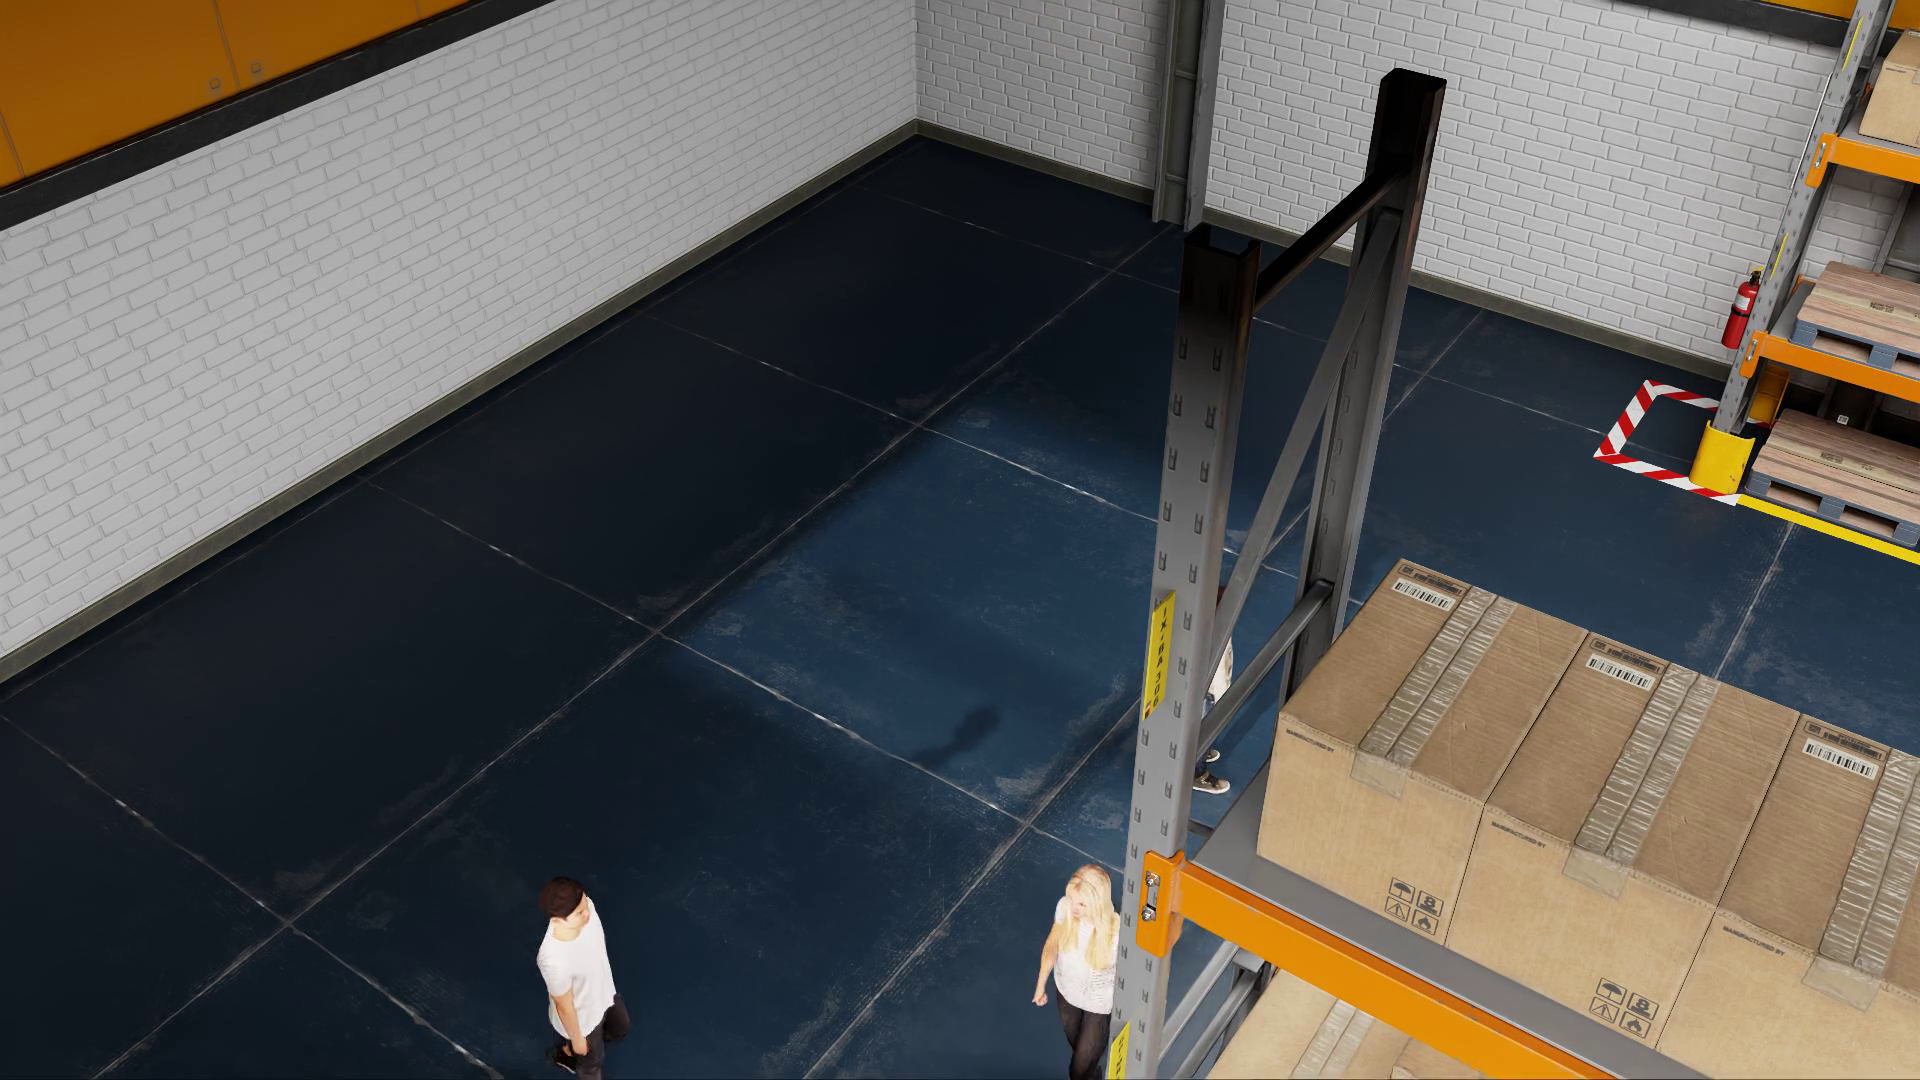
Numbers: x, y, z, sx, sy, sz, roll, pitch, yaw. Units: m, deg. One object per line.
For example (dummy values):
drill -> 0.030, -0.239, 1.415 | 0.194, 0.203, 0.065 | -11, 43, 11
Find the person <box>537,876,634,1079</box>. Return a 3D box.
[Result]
person -> -1.867, 2.176, 7.936 | 0.854, 1.714, 0.768 | 8, 39, 10

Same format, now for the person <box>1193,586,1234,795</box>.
person -> 1.461, 0.856, 9.788 | 0.672, 1.465, 0.628 | -2, 39, -3

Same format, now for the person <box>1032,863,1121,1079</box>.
person -> 0.673, 2.117, 7.928 | 0.557, 1.816, 0.709 | 27, 46, 30
